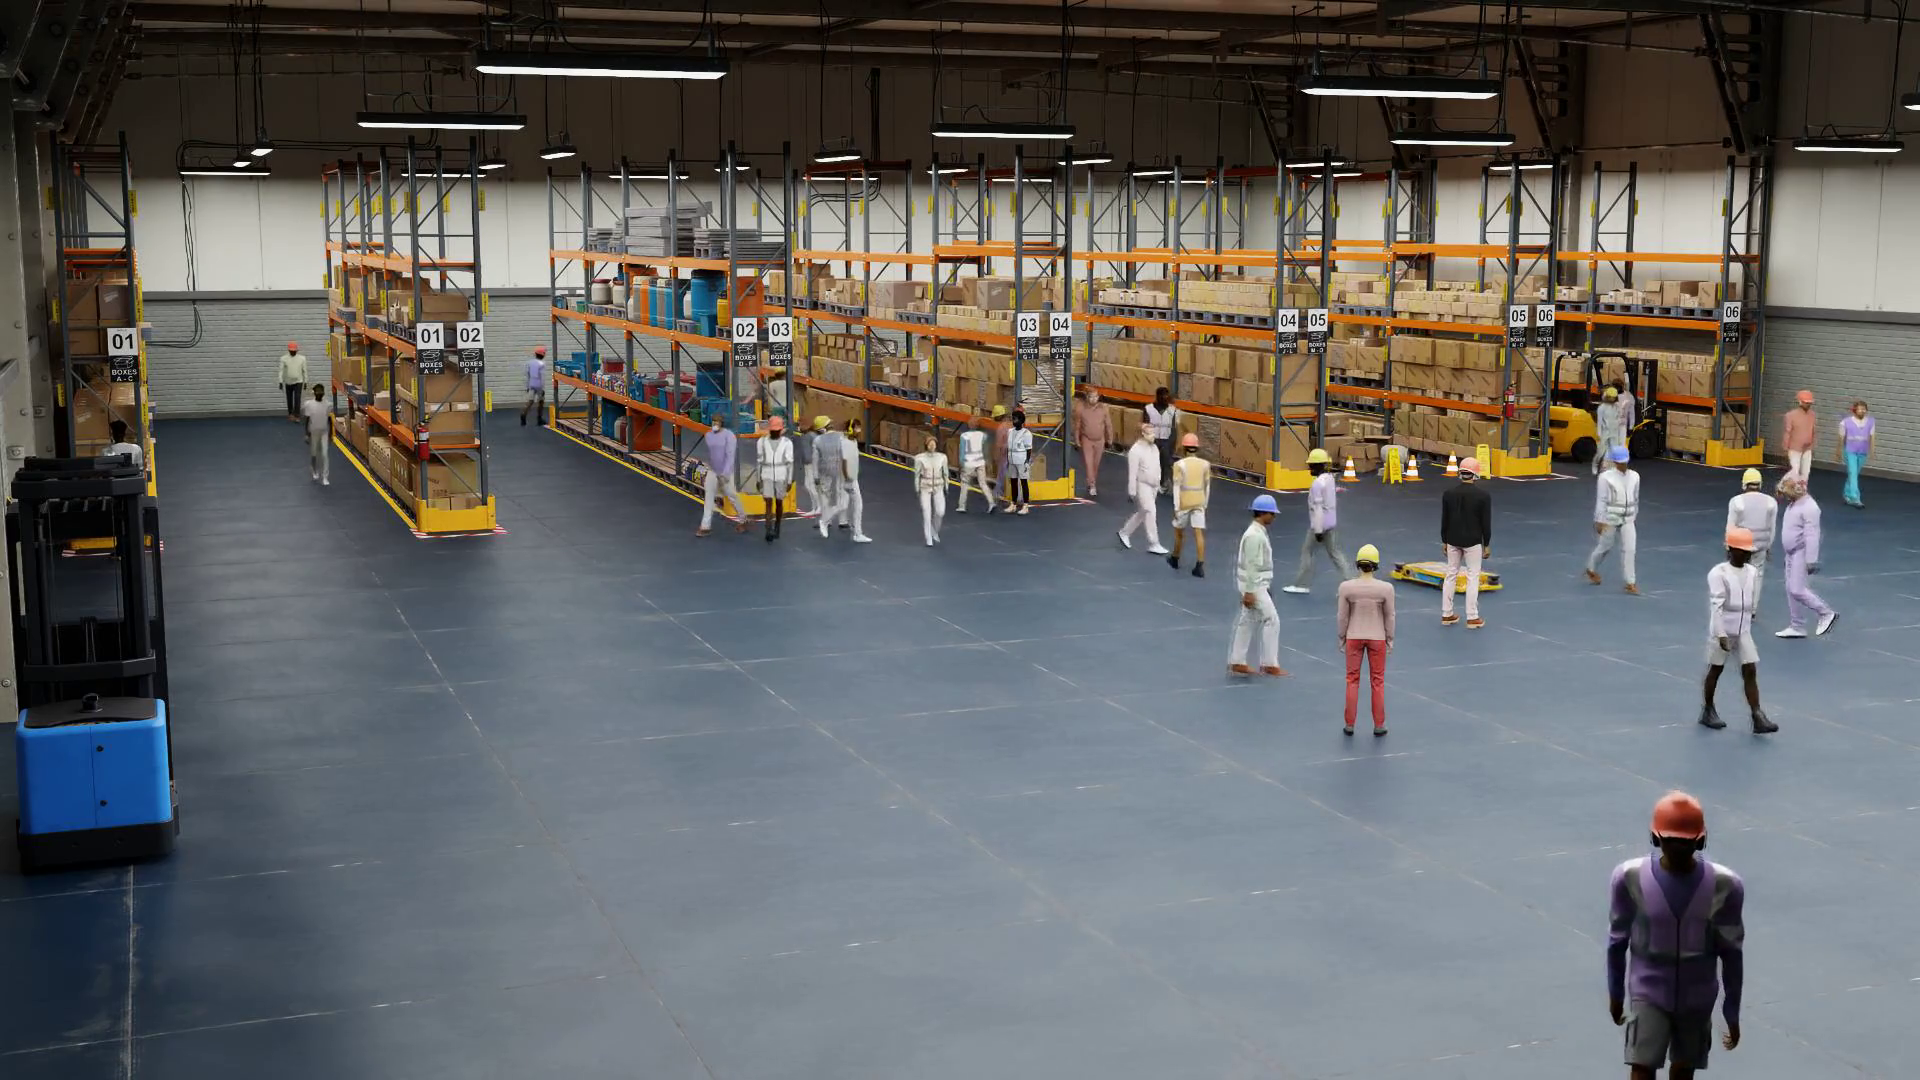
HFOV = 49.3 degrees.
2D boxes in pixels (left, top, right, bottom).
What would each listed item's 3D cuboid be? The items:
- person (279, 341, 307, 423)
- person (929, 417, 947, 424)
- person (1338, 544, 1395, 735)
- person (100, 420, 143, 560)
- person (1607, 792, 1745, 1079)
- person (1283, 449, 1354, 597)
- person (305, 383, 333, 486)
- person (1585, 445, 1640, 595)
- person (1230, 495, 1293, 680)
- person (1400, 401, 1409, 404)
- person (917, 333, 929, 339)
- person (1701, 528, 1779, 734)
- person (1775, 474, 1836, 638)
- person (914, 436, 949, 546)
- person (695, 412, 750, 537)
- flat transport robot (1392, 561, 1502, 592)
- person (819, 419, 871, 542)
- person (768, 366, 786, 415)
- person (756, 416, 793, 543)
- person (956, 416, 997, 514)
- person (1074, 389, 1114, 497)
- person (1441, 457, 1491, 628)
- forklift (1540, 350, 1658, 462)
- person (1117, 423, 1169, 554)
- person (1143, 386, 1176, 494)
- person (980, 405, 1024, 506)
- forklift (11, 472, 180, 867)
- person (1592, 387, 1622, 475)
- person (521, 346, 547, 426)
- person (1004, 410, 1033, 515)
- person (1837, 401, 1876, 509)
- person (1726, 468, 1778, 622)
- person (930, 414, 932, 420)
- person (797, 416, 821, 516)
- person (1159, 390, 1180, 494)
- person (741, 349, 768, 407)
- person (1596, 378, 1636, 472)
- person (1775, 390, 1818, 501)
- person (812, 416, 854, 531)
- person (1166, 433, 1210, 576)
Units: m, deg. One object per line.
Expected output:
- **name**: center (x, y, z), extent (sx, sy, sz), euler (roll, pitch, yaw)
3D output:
- **person**: center (-16.015, -3.817, 50.274), extent (0.633, 1.958, 0.868), euler (-3, 9, -17)
- **person**: center (-0.513, -3.714, 49.611), extent (0.631, 1.940, 0.372), euler (-4, 9, -25)
- **person**: center (3.740, 0.919, 19.294), extent (0.524, 1.769, 0.308), euler (2, 9, 14)
- **person**: center (-11.809, -0.716, 29.526), extent (0.367, 1.966, 0.606), euler (8, 11, 41)
- **person**: center (3.402, 2.190, 9.977), extent (0.610, 2.025, 0.544), euler (2, 9, 12)
- **person**: center (4.629, -0.221, 26.544), extent (0.980, 1.883, 0.596), euler (6, 10, 33)
- **person**: center (-11.689, -1.952, 38.165), extent (0.521, 1.853, 0.776), euler (-4, 9, -23)
- **person**: center (8.418, -0.294, 26.964), extent (0.630, 1.907, 0.932), euler (-2, 9, -15)
- **person**: center (3.168, 0.489, 21.641), extent (0.806, 1.913, 0.632), euler (2, 9, 11)
- **person**: center (10.042, -3.168, 46.065), extent (0.570, 1.905, 0.875), euler (-4, 9, -22)
- **person**: center (-0.938, -4.434, 54.097), extent (0.443, 2.026, 0.623), euler (3, 9, 19)
- **person**: center (7.199, 0.848, 19.341), extent (0.554, 1.898, 0.848), euler (-3, 9, -17)
- **person**: center (9.592, 0.196, 23.779), extent (0.572, 1.873, 0.693), euler (0, 9, 3)
- **person**: center (-0.415, -0.717, 30.674), extent (0.543, 1.625, 0.374), euler (-2, 9, -13)
- **person**: center (-3.592, -1.018, 31.819), extent (0.635, 1.904, 0.926), euler (5, 10, 32)
- **flat transport robot**: center (6.361, 0.470, 27.391), extent (0.652, 0.197, 1.431), euler (-4, 10, -27)
- **person**: center (-1.711, -0.896, 31.170), extent (0.802, 1.836, 0.530), euler (5, 10, 29)
- **person**: center (-3.780, -2.810, 44.181), extent (0.547, 1.751, 0.393), euler (-3, 9, -21)
- **person**: center (-2.765, -0.923, 31.233), extent (0.557, 1.870, 1.038), euler (-1, 9, -3)
- **person**: center (0.243, -1.219, 34.094), extent (0.543, 1.610, 0.737), euler (-5, 10, -28)
- **person**: center (2.332, -1.719, 36.597), extent (0.656, 1.860, 0.994), euler (-2, 9, -12)
- **person**: center (5.941, 0.020, 24.582), extent (0.608, 1.986, 0.416), euler (7, 11, 40)
- **forklift**: center (12.897, -2.725, 42.309), extent (2.313, 2.155, 1.214), euler (-3, 9, -21)
- **person**: center (2.628, -0.762, 30.149), extent (0.877, 1.873, 0.647), euler (6, 10, 35)
- **person**: center (3.467, -1.723, 36.422), extent (0.606, 1.901, 0.505), euler (-1, 9, -4)
- **person**: center (0.694, -1.410, 34.996), extent (0.874, 1.703, 0.572), euler (3, 9, 20)
- **forklift**: center (-6.630, 0.886, 15.957), extent (1.129, 2.768, 1.873), euler (-3, 9, -21)
- **person**: center (11.981, -1.980, 38.730), extent (0.494, 1.725, 0.640), euler (-1, 9, -8)
- **person**: center (-9.963, -3.604, 49.042), extent (0.563, 1.894, 0.819), euler (4, 9, 26)
- **person**: center (0.948, -1.262, 34.063), extent (0.319, 1.697, 0.532), euler (-8, 12, -44)
- **person**: center (14.953, -1.440, 34.978), extent (0.560, 1.790, 0.984), euler (-1, 9, -5)
- **person**: center (9.390, 0.056, 24.908), extent (0.595, 1.811, 0.458), euler (1, 9, 6)
- **person**: center (-0.647, -3.747, 50.054), extent (0.623, 1.866, 0.460), euler (3, 9, 17)
- **person**: center (-2.439, -1.196, 33.914), extent (0.374, 1.606, 0.558), euler (-5, 10, -30)
- **person**: center (3.620, -1.710, 36.612), extent (0.519, 1.830, 0.602), euler (-3, 9, -19)
- **person**: center (-5.045, -4.055, 52.093), extent (0.852, 1.875, 0.639), euler (-1, 9, -8)
- **person**: center (12.415, -2.164, 39.657), extent (0.709, 1.834, 0.432), euler (6, 10, 33)
- **person**: center (14.019, -1.541, 35.016), extent (0.614, 1.970, 0.594), euler (-3, 9, -18)
- **person**: center (-1.928, -1.028, 32.259), extent (0.691, 1.781, 0.406), euler (-1, 9, -5)
- **person**: center (3.094, -0.496, 28.324), extent (0.568, 1.882, 0.988), euler (-2, 9, -15)
